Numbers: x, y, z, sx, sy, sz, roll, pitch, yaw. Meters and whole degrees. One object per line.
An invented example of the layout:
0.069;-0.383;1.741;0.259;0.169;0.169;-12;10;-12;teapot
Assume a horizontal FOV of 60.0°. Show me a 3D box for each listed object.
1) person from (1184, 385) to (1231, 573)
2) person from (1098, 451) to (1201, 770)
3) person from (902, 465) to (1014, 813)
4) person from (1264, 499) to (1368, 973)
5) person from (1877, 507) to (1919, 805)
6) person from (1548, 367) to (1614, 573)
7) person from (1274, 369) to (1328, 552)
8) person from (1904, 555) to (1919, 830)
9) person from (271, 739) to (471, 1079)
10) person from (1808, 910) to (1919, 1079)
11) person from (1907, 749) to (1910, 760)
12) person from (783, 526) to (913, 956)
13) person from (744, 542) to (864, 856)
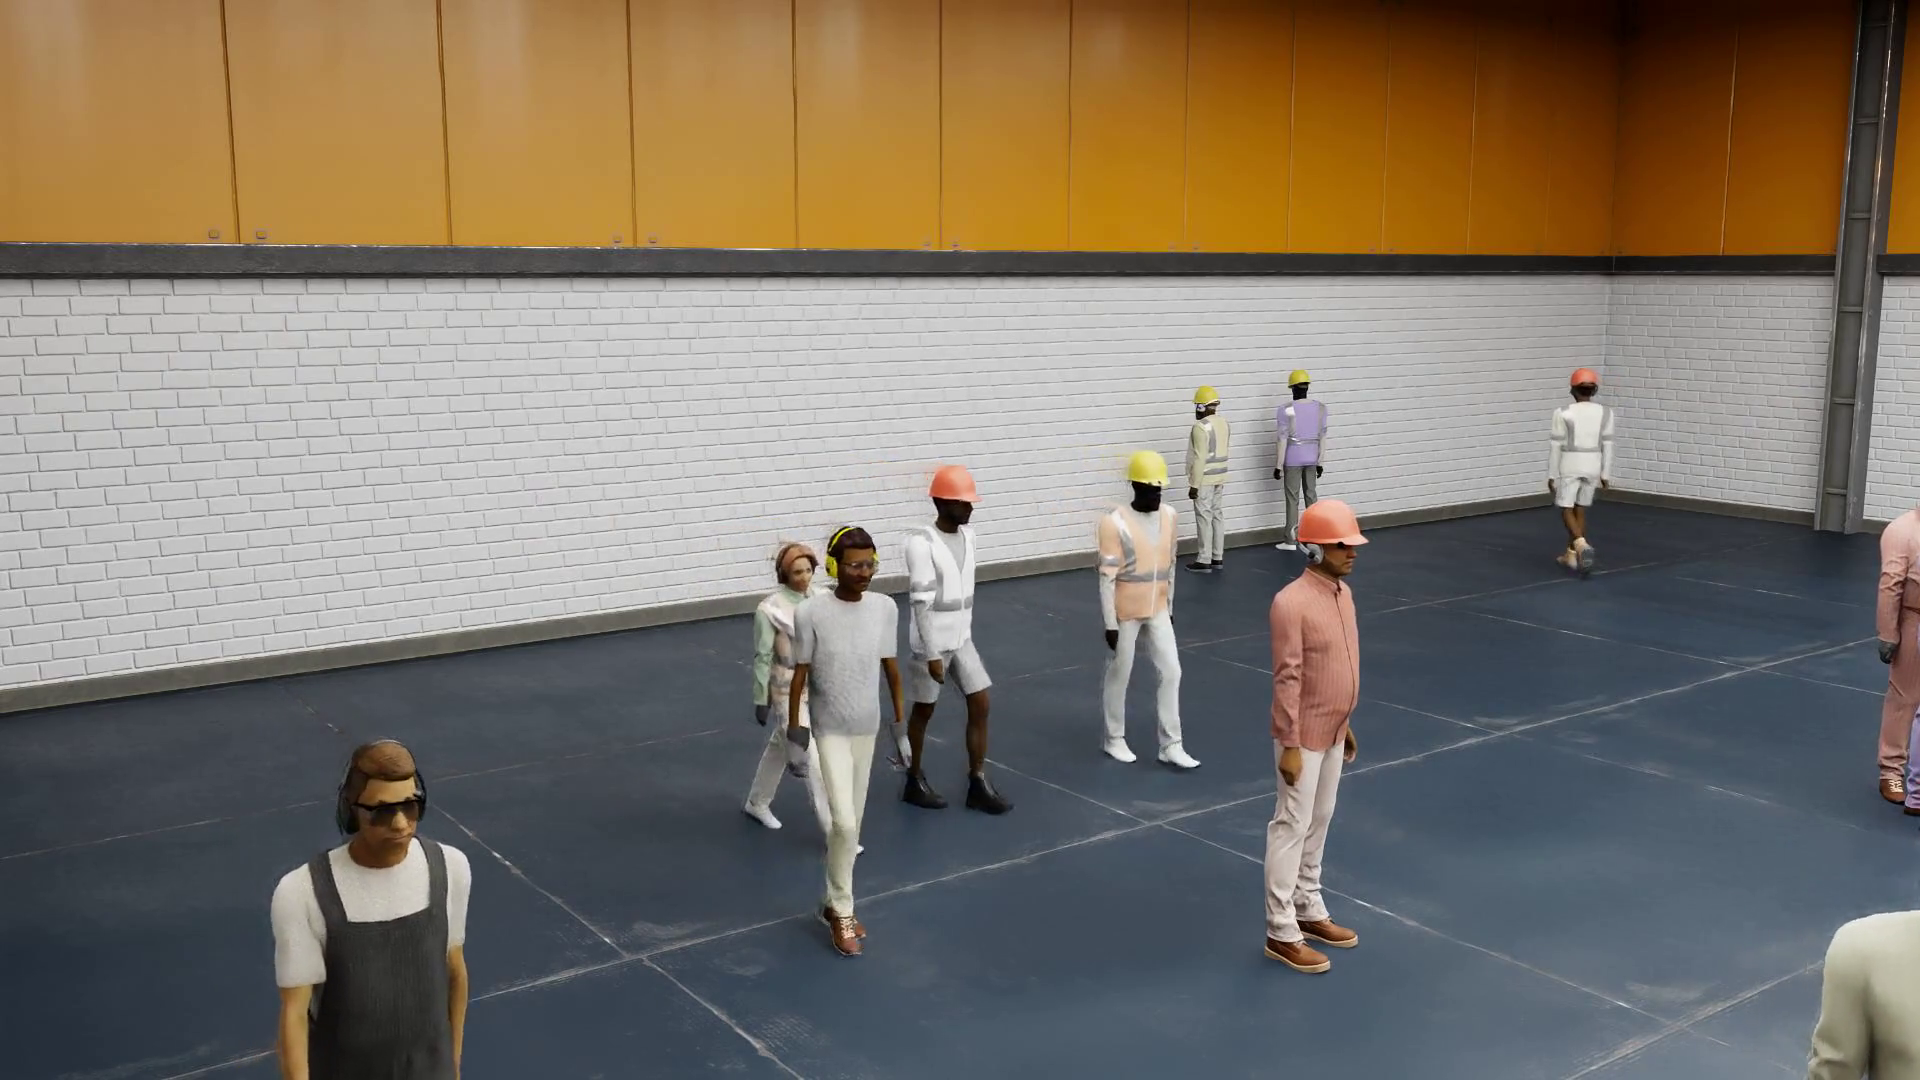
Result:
2.410;-0.598;16.318;0.404;1.830;0.601;7;11;36;person
1.122;0.427;9.786;0.628;1.893;0.828;-6;11;-32;person
-0.016;0.556;8.965;0.801;1.907;0.552;9;13;42;person
1.524;0.814;7.101;0.380;1.996;0.608;7;11;36;person
5.413;0.520;9.197;0.655;1.904;0.407;0;9;-2;person
6.062;-0.674;16.223;0.611;2.021;0.841;0;9;-3;person
3.567;-0.834;17.496;0.585;1.921;0.373;-3;10;-19;person
5.245;0.595;8.729;0.408;1.906;0.653;3;10;17;person
-1.447;1.387;4.213;0.516;1.795;0.980;-6;11;-33;person
2.109;1.409;3.507;0.647;1.971;0.600;4;10;23;person
5.876;0.416;9.517;0.620;2.022;0.826;-4;10;-26;person
-0.448;0.865;7.208;0.529;1.850;0.630;-6;11;-32;person
-0.850;0.785;8.552;0.884;1.589;0.505;7;11;36;person
